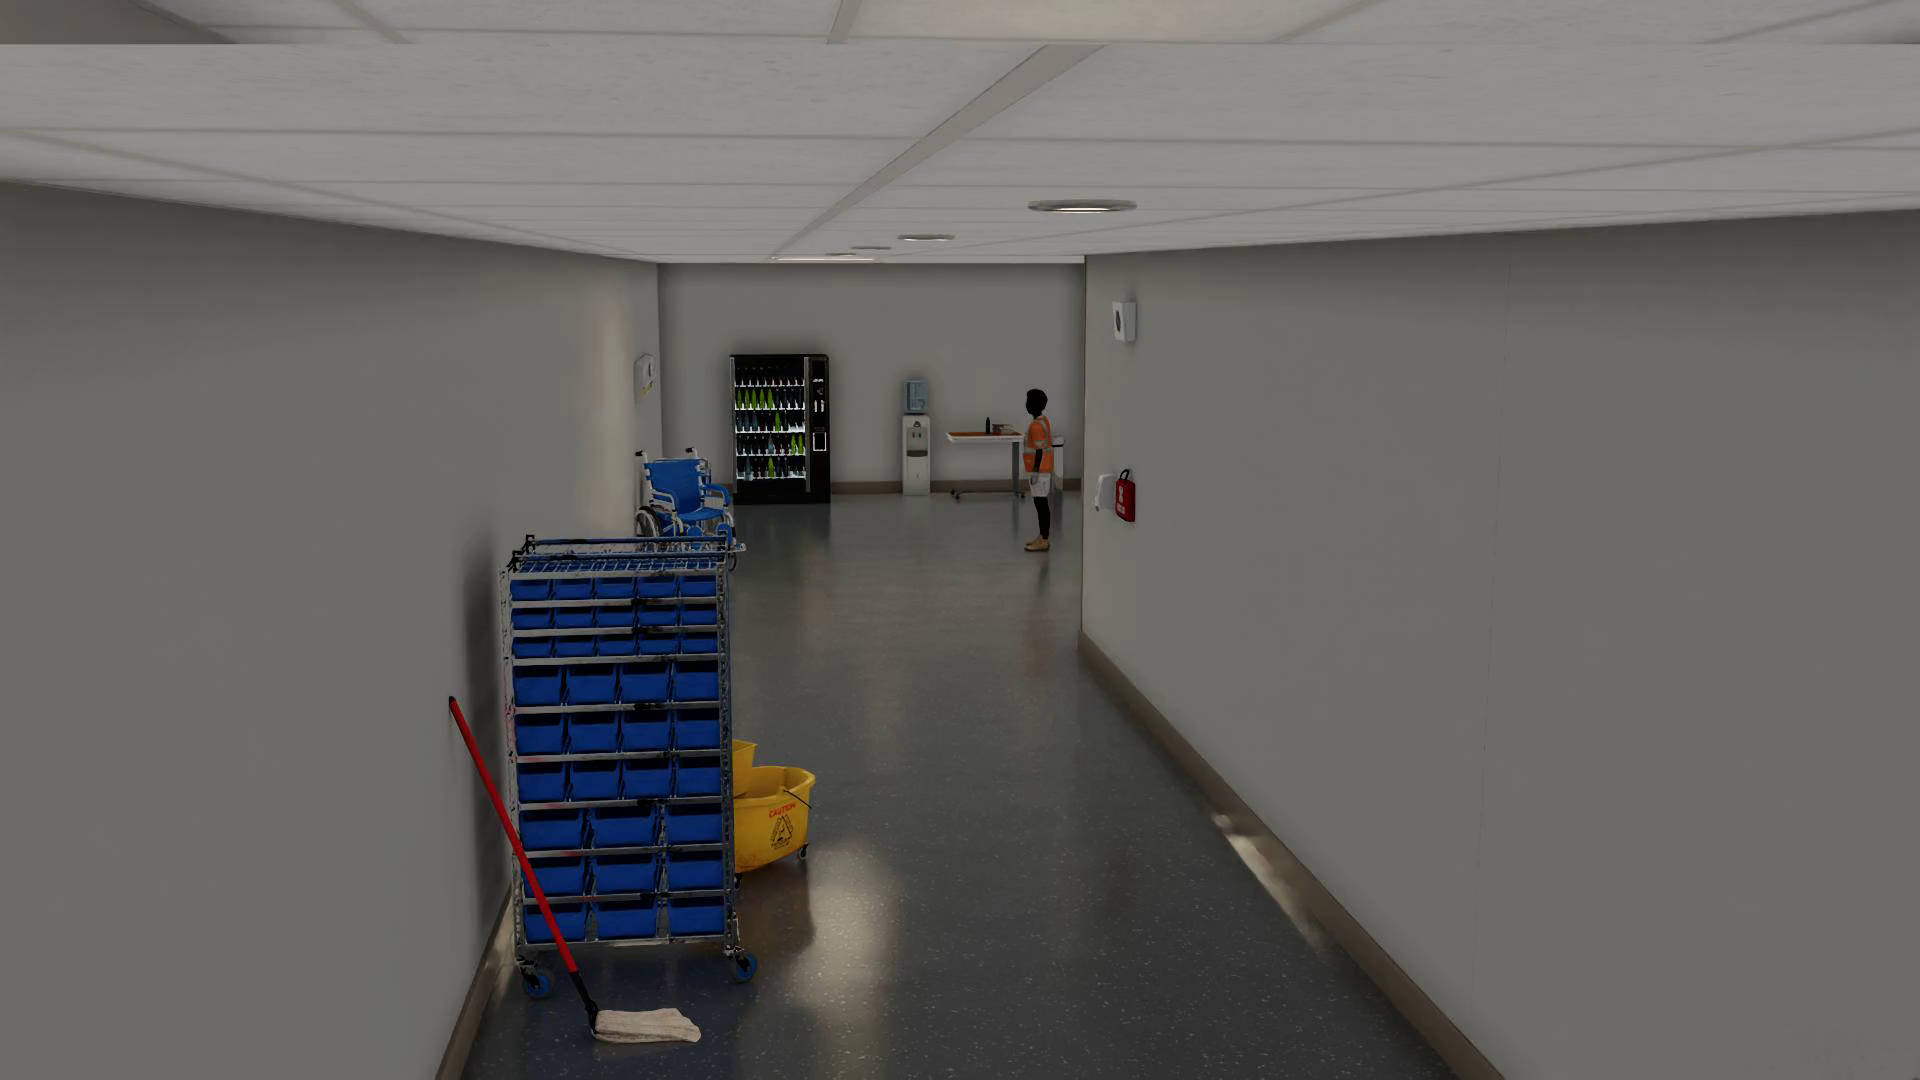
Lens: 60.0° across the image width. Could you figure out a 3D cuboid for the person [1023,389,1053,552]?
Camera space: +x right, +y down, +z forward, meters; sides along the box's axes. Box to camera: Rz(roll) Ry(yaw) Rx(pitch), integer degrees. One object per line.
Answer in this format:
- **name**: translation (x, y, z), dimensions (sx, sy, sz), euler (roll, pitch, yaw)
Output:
- **person**: translation (0.810, -0.727, 17.329), dimensions (0.317, 1.695, 0.540), euler (1, 9, 8)
